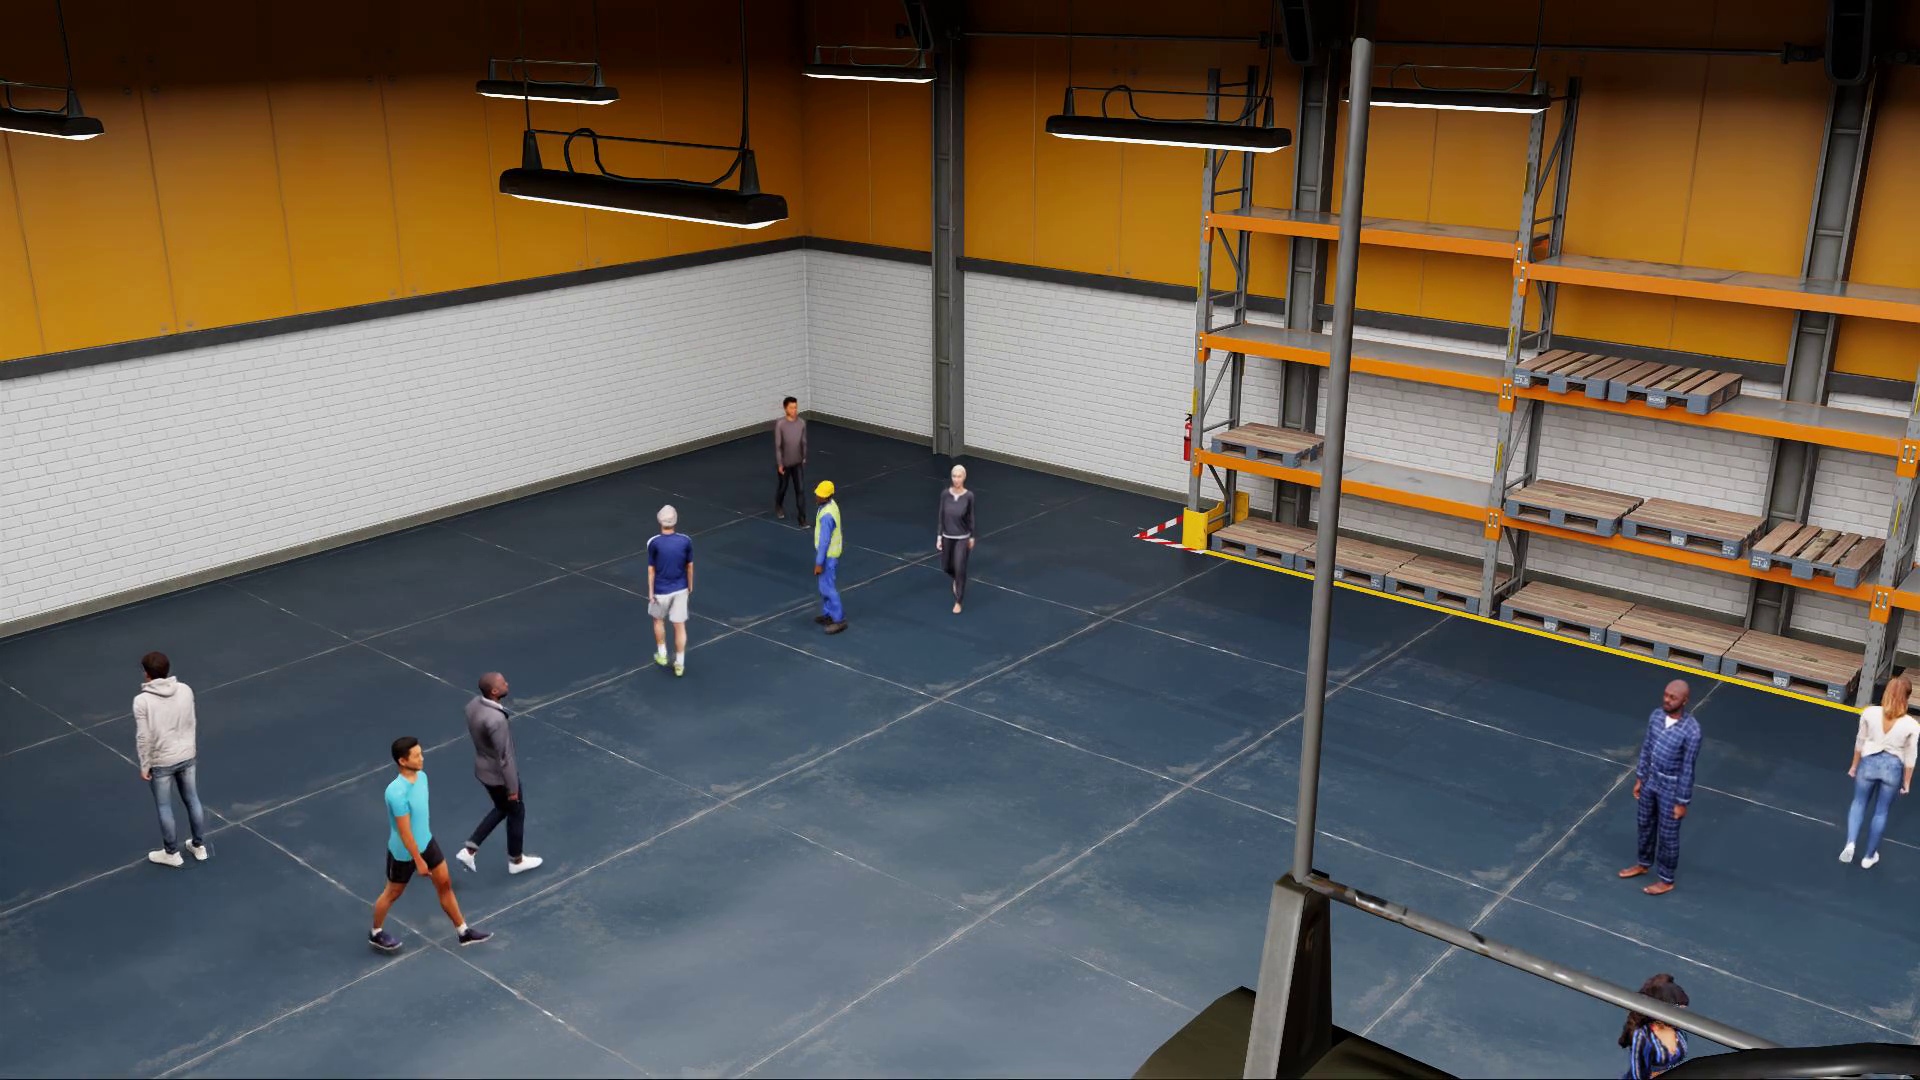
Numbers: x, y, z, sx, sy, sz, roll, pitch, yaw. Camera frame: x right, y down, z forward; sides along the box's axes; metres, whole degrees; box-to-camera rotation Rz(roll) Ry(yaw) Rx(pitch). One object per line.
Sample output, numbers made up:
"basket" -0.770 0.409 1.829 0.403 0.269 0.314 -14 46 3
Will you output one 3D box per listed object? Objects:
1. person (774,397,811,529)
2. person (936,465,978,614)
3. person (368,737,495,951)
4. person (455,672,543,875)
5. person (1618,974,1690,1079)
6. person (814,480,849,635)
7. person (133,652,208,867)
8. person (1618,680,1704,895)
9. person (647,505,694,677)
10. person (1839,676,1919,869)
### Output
"person" -2.319 -1.050 22.319 0.966 1.730 1.235 -12 22 -31
"person" -0.039 -0.060 19.424 1.025 1.701 0.925 5 19 14
"person" -4.166 2.312 12.351 1.263 1.720 1.025 4 19 10
"person" -3.798 1.918 13.397 0.907 1.800 0.934 -14 23 -35
"person" 3.975 3.240 9.778 0.787 1.605 0.843 -6 19 -16
"person" -1.497 0.142 18.696 0.870 1.783 0.825 4 19 13
"person" -6.481 1.799 13.674 0.628 1.849 0.708 11 21 29
"person" 5.641 1.945 13.293 0.809 1.815 0.685 -8 20 -22
"person" -3.012 0.556 17.412 0.840 1.819 0.922 -7 20 -21
"person" 7.456 1.926 13.518 0.720 1.708 0.673 15 24 38
